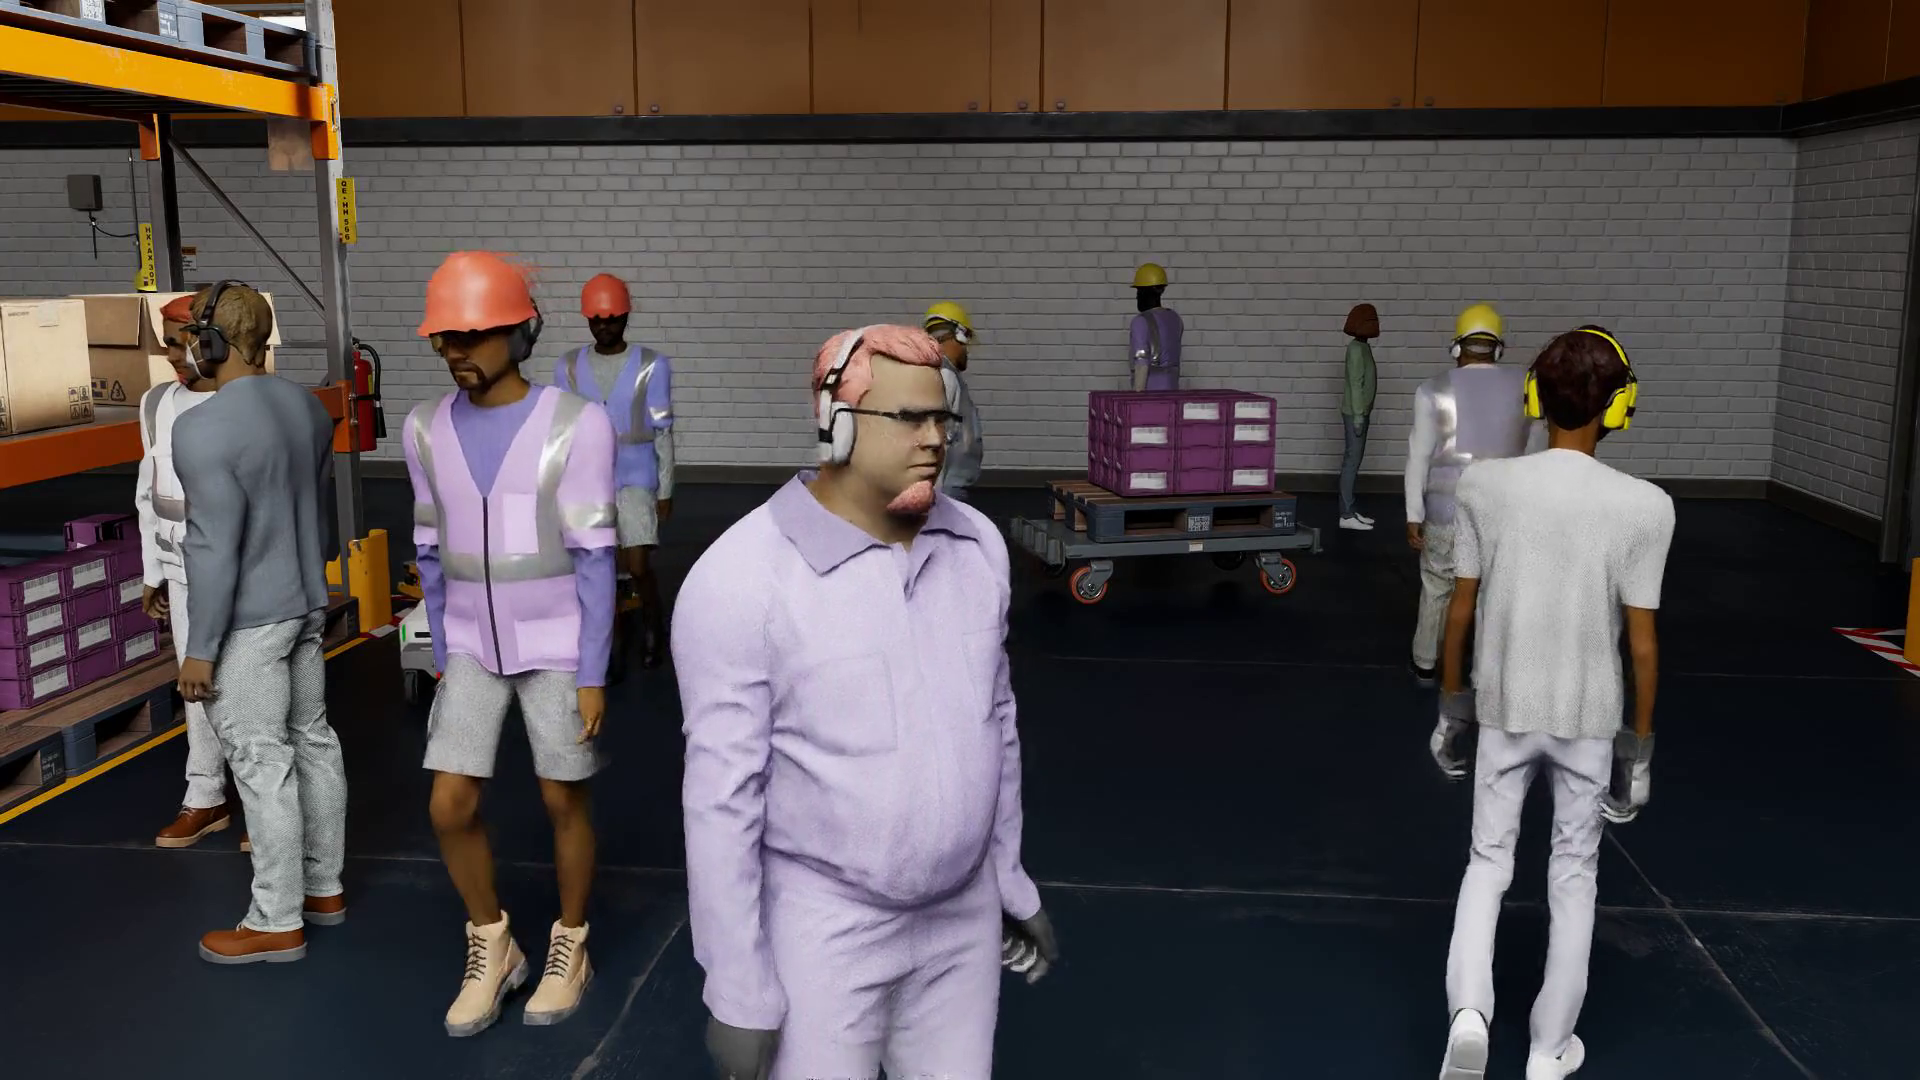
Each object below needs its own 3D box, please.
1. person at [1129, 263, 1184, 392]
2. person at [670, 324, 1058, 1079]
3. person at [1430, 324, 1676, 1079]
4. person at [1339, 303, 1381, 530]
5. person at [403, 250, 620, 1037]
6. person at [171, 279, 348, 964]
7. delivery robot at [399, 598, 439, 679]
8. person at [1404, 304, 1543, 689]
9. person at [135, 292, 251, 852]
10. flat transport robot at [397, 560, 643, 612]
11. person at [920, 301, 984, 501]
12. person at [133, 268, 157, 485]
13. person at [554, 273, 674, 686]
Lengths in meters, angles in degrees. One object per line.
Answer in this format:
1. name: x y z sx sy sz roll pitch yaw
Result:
1. person: 1.379 -1.024 11.998 0.388 1.926 0.590 8 12 37
2. person: -0.121 0.607 2.740 0.712 1.905 0.401 -8 13 -39
3. person: 1.322 0.439 3.823 0.522 1.856 0.659 6 11 29
4. person: 2.912 -0.898 12.110 0.278 1.636 0.506 3 10 17
5. person: -1.145 0.290 4.232 0.616 2.020 0.618 2 10 11
6. person: -2.004 0.238 4.744 0.372 1.940 0.627 1 10 8
7. delivery robot: -2.315 0.383 7.603 0.477 0.478 0.707 -1 10 -5
8. person: 2.257 -0.149 7.412 0.604 1.777 0.899 1 10 4
9. person: -2.493 0.114 5.600 0.573 1.886 0.353 2 10 9
10. flat transport robot: -2.514 0.252 9.434 1.431 0.197 0.652 8 13 39
11. person: -0.088 -0.233 7.909 0.406 1.788 0.724 -1 10 -4
12. person: -5.236 -0.832 10.898 0.385 1.928 0.589 -10 14 -44
13. person: -1.604 -0.269 7.725 0.543 1.920 0.456 1 10 5
